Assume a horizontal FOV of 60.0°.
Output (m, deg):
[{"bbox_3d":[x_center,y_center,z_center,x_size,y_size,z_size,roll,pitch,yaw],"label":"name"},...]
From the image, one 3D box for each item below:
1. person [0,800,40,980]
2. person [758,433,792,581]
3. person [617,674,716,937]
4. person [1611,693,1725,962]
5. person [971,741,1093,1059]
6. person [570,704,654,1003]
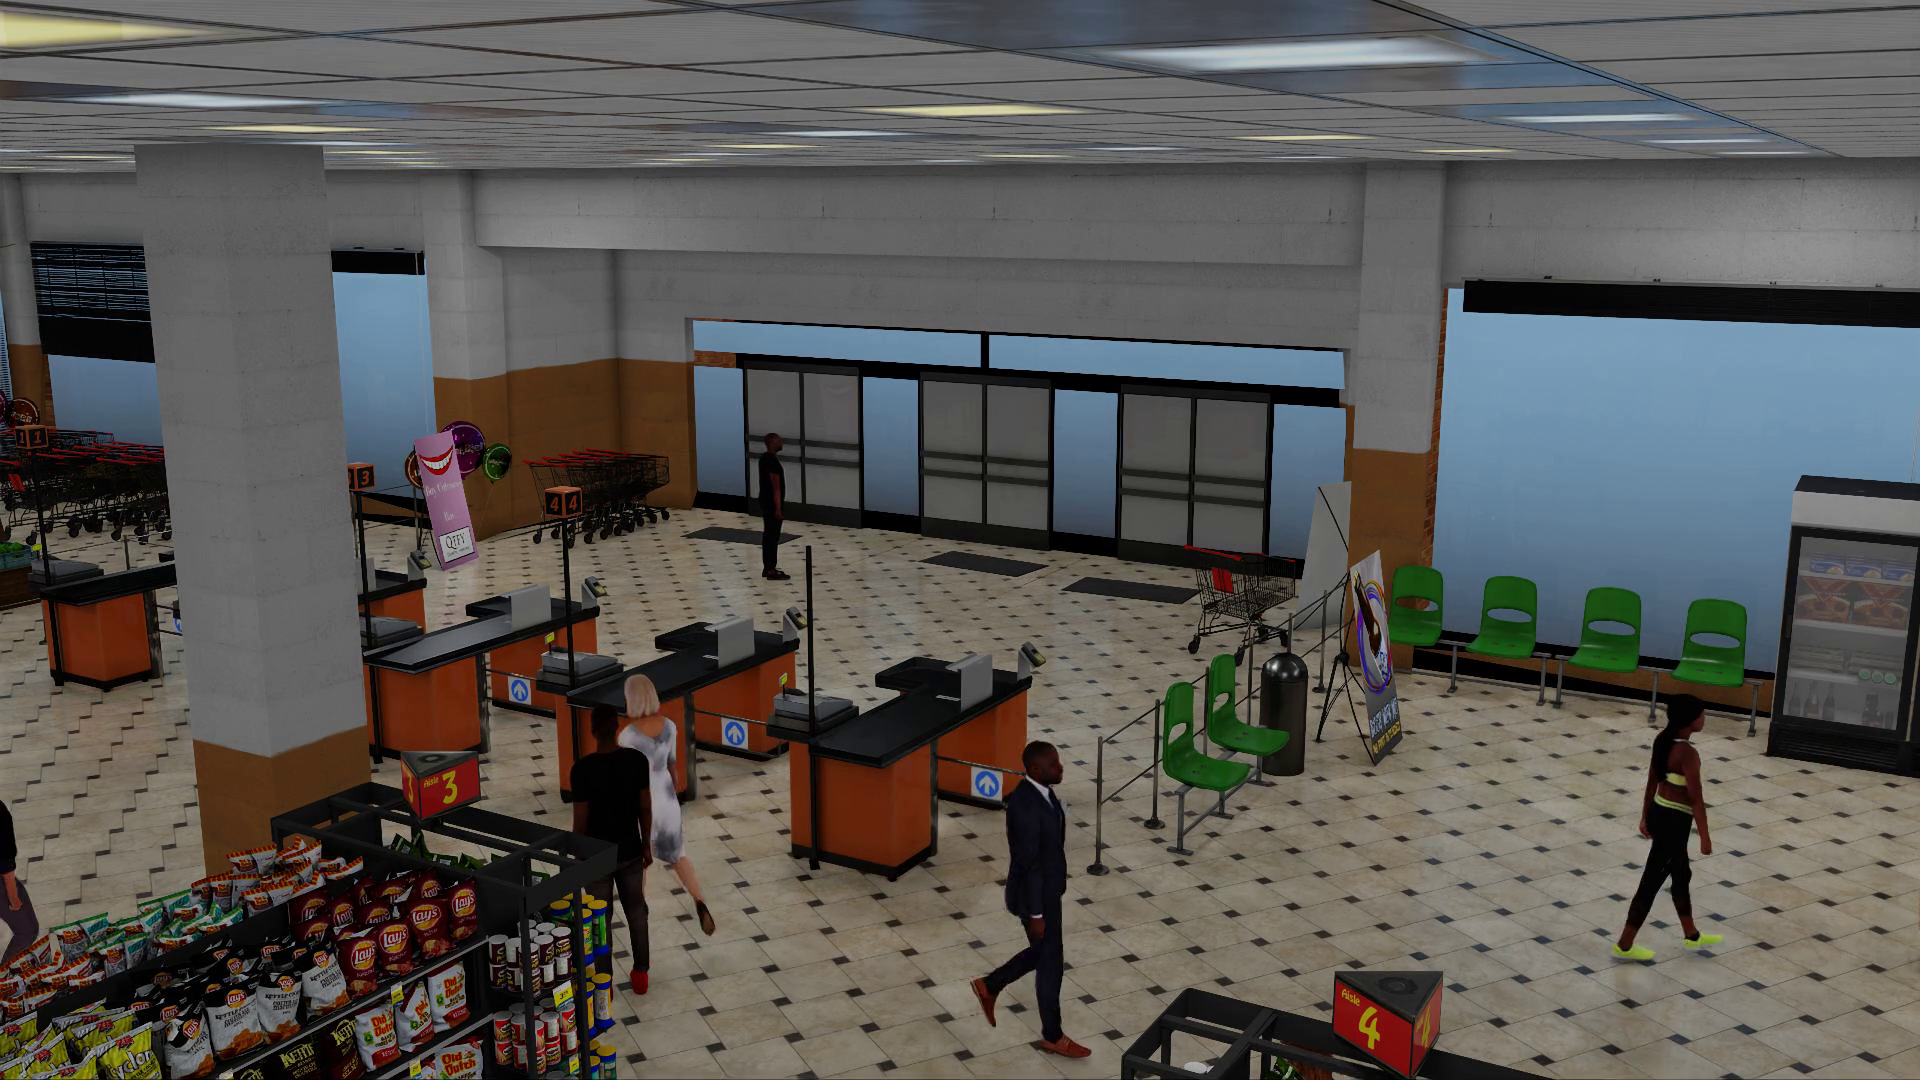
[{"bbox_3d":[-5.542,2.019,9.352,0.703,1.652,0.716,4,12,17],"label":"person"},{"bbox_3d":[-2.326,-0.425,20.555,0.790,1.819,0.745,-4,13,-18],"label":"person"},{"bbox_3d":[-1.903,1.734,10.558,1.122,1.713,0.934,-9,15,-35],"label":"person"},{"bbox_3d":[4.262,1.800,10.223,0.975,1.721,0.995,-1,12,-4],"label":"person"},{"bbox_3d":[0.360,1.977,9.184,0.919,1.803,0.985,3,12,13],"label":"person"},{"bbox_3d":[-2.052,1.839,9.832,0.649,1.807,0.774,-7,14,-29],"label":"person"}]
